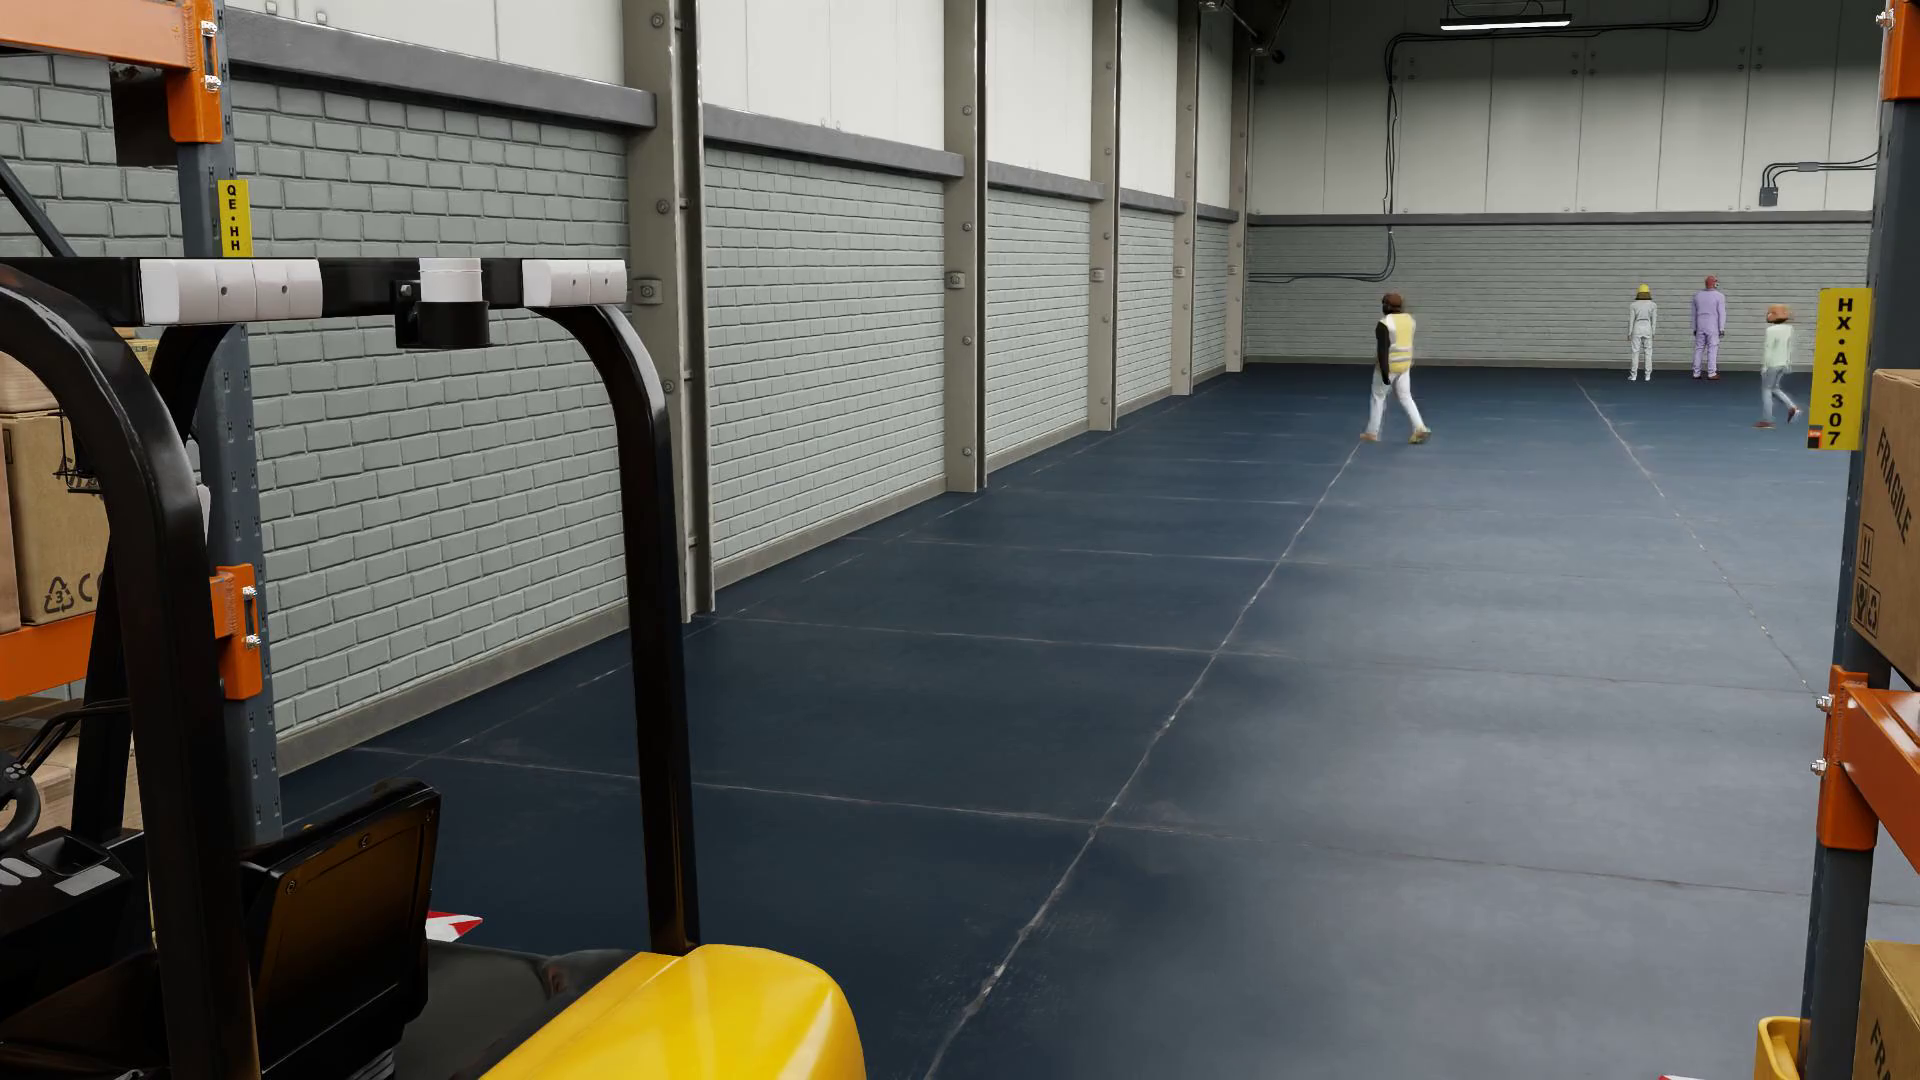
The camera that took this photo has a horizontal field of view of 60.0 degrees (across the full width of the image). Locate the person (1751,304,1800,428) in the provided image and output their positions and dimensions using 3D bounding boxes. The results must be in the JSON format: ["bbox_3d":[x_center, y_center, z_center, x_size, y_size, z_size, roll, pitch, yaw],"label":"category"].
[{"bbox_3d":[10.598,-2.243,21.558,0.504,1.622,0.456,-7,12,-35],"label":"person"}]

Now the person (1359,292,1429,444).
[{"bbox_3d":[5.214,-2.047,19.843,0.621,1.811,0.876,-6,11,-30],"label":"person"}]

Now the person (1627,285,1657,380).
[{"bbox_3d":[12.447,-3.784,30.380,0.483,1.737,0.312,2,10,11],"label":"person"}]

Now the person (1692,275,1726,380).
[{"bbox_3d":[13.730,-3.886,30.466,0.408,1.913,0.642,-6,11,-33],"label":"person"}]
